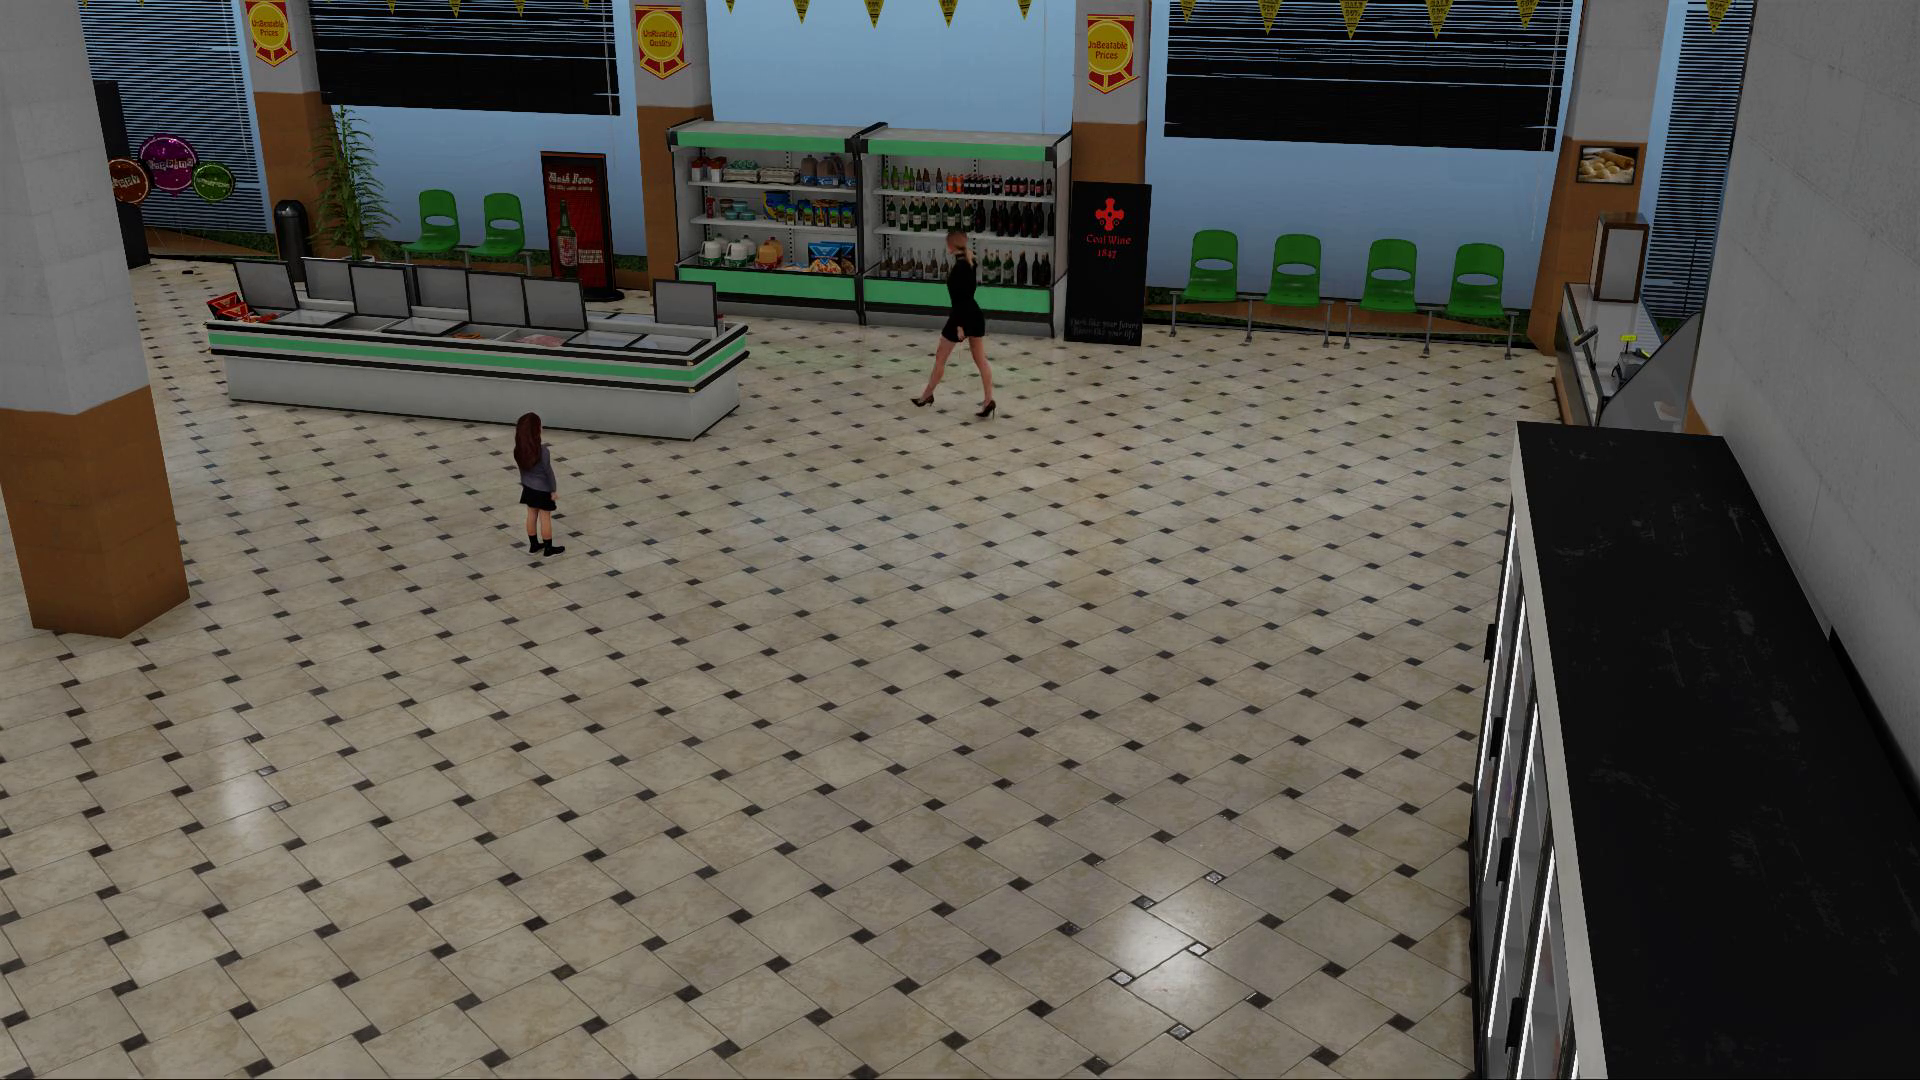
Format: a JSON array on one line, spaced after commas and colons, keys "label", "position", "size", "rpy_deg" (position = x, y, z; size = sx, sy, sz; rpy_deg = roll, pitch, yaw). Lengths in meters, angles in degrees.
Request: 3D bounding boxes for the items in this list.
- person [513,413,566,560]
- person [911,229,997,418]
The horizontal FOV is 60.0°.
[{"label": "person", "position": [-3.106, -0.411, 12.198], "size": [0.455, 1.106, 0.577], "rpy_deg": [13, 25, 29]}, {"label": "person", "position": [0.113, -1.926, 15.139], "size": [1.114, 1.725, 0.764], "rpy_deg": [11, 24, 25]}]
